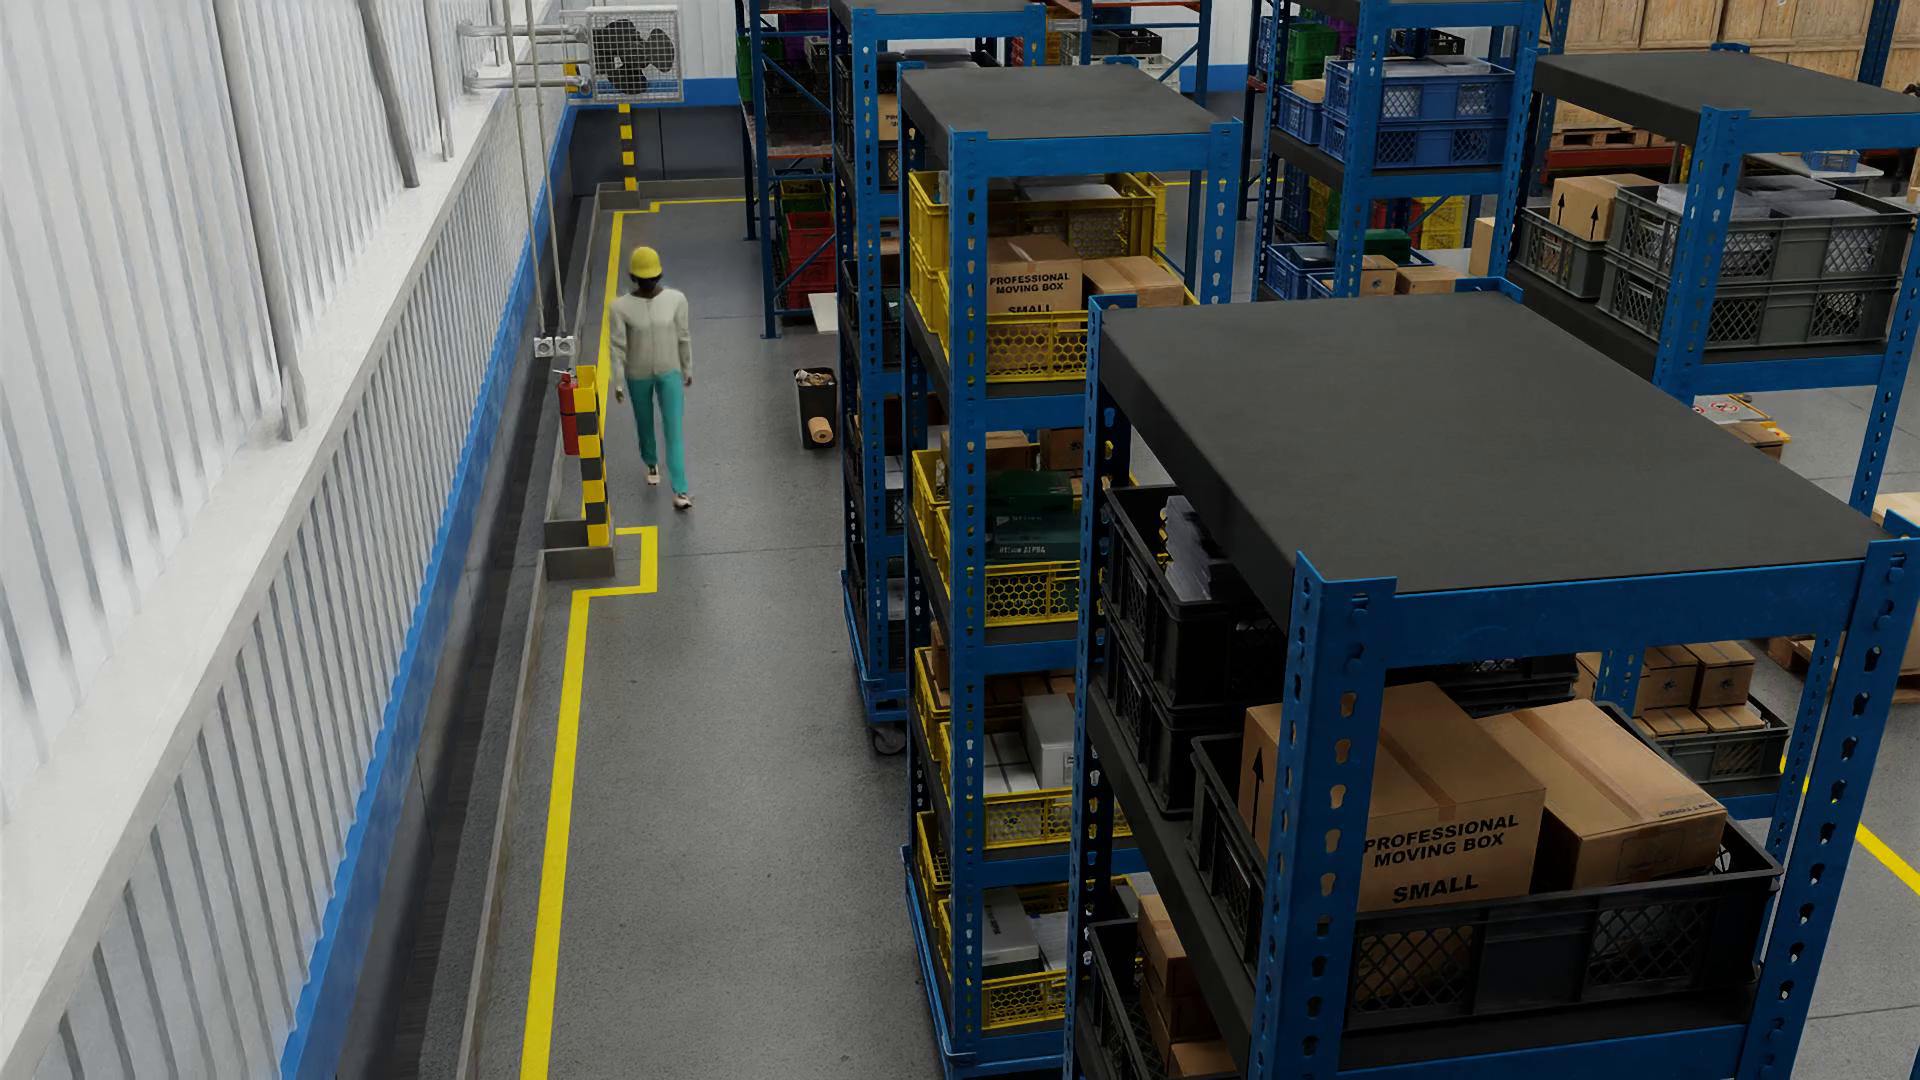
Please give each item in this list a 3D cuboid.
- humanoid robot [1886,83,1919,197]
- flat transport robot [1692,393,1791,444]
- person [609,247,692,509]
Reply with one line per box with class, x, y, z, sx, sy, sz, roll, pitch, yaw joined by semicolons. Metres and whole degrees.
humanoid robot;10.496;-4.391;18.149;0.627;1.644;0.377;14;28;28
flat transport robot;5.224;-0.859;12.132;1.431;0.197;0.652;-4;25;-8
person;-2.011;-1.077;10.900;0.546;1.711;0.918;-8;26;-16
